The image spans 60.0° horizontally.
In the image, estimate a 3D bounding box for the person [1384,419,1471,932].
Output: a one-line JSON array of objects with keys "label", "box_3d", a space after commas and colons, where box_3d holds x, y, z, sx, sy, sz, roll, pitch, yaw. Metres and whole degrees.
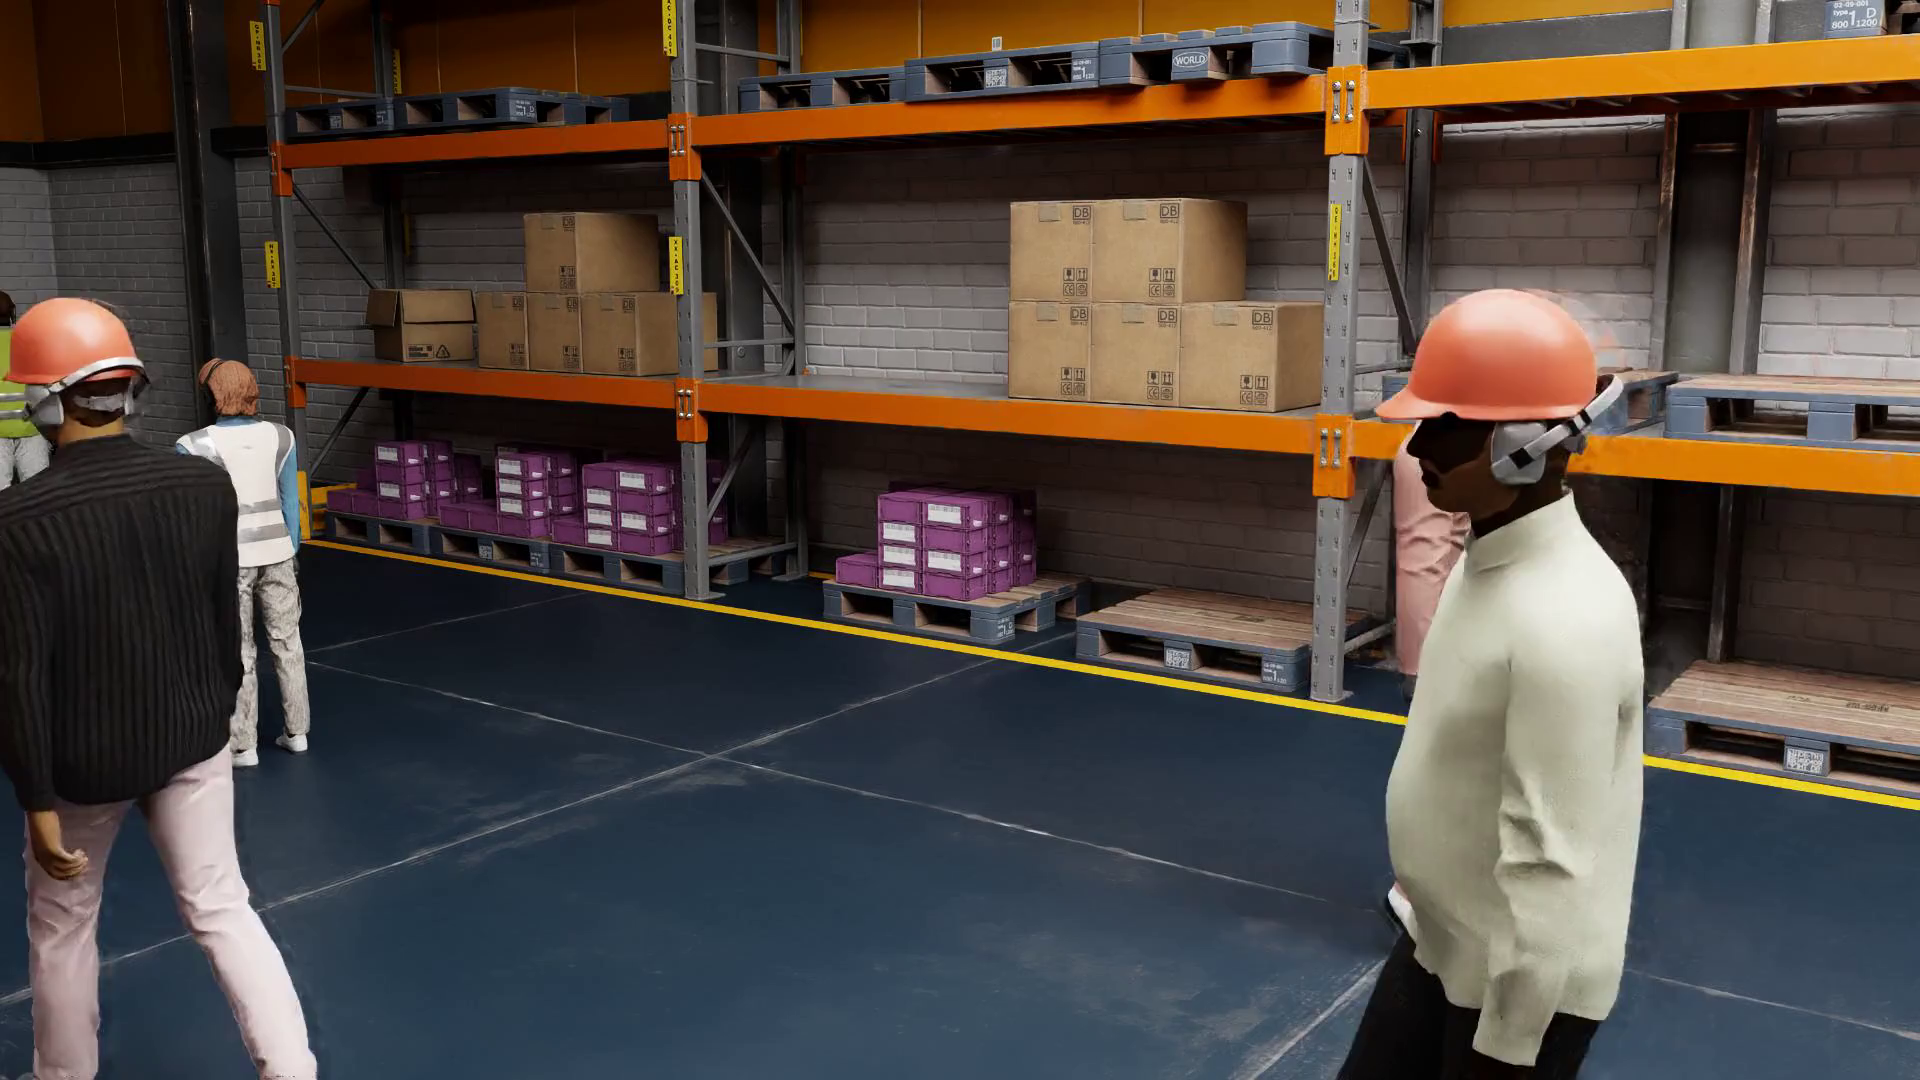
[{"label": "person", "box_3d": [1.479, 0.299, 4.677, 0.432, 1.894, 0.670, 8, 12, 40]}]

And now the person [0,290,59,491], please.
[{"label": "person", "box_3d": [-6.130, -0.685, 10.712, 0.634, 1.841, 0.429, -9, 13, -44]}]

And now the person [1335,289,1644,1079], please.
[{"label": "person", "box_3d": [0.789, 0.619, 2.525, 0.433, 1.979, 0.652, 1, 10, 6]}]

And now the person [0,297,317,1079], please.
[{"label": "person", "box_3d": [-1.785, 0.449, 3.644, 0.989, 1.956, 0.612, 7, 12, 36]}]

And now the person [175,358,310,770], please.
[{"label": "person", "box_3d": [-2.855, 0.100, 6.638, 0.315, 1.639, 0.515, 7, 12, 36]}]
